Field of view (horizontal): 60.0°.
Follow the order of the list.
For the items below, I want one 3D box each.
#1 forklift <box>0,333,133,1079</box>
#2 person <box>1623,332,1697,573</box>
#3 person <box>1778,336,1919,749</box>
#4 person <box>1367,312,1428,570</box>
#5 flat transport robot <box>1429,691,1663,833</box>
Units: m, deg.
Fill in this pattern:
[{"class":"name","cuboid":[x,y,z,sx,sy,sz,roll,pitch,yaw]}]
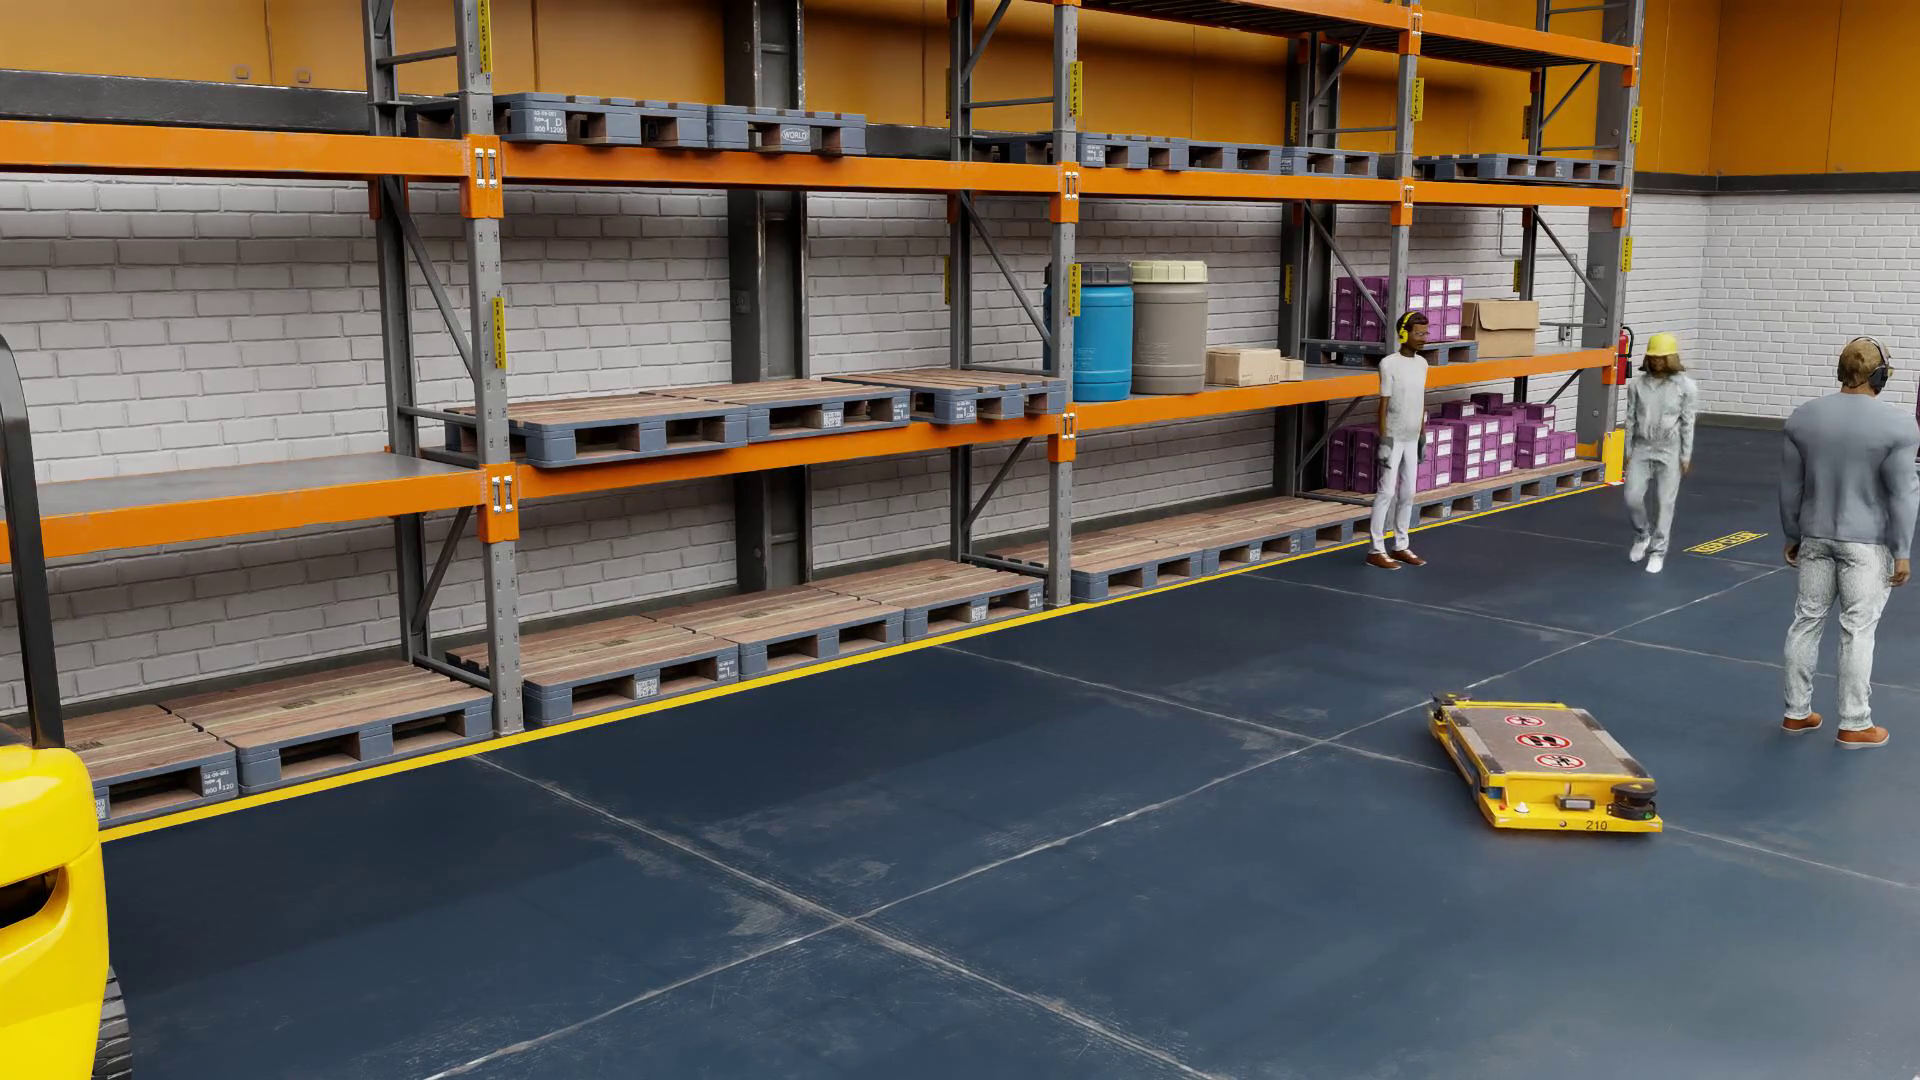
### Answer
[{"class":"forklift","cuboid":[-3.289,0.485,4.582,1.214,2.155,2.313,-10,14,-44]},{"class":"person","cuboid":[4.988,-0.621,11.902,0.483,1.728,0.391,8,13,35]},{"class":"person","cuboid":[4.179,0.014,7.846,0.366,1.939,0.635,-7,13,-34]},{"class":"person","cuboid":[3.211,-0.719,12.070,0.515,1.861,0.322,-7,13,-34]},{"class":"flat transport robot","cuboid":[2.526,0.948,7.304,0.652,0.197,1.431,1,10,5]}]
